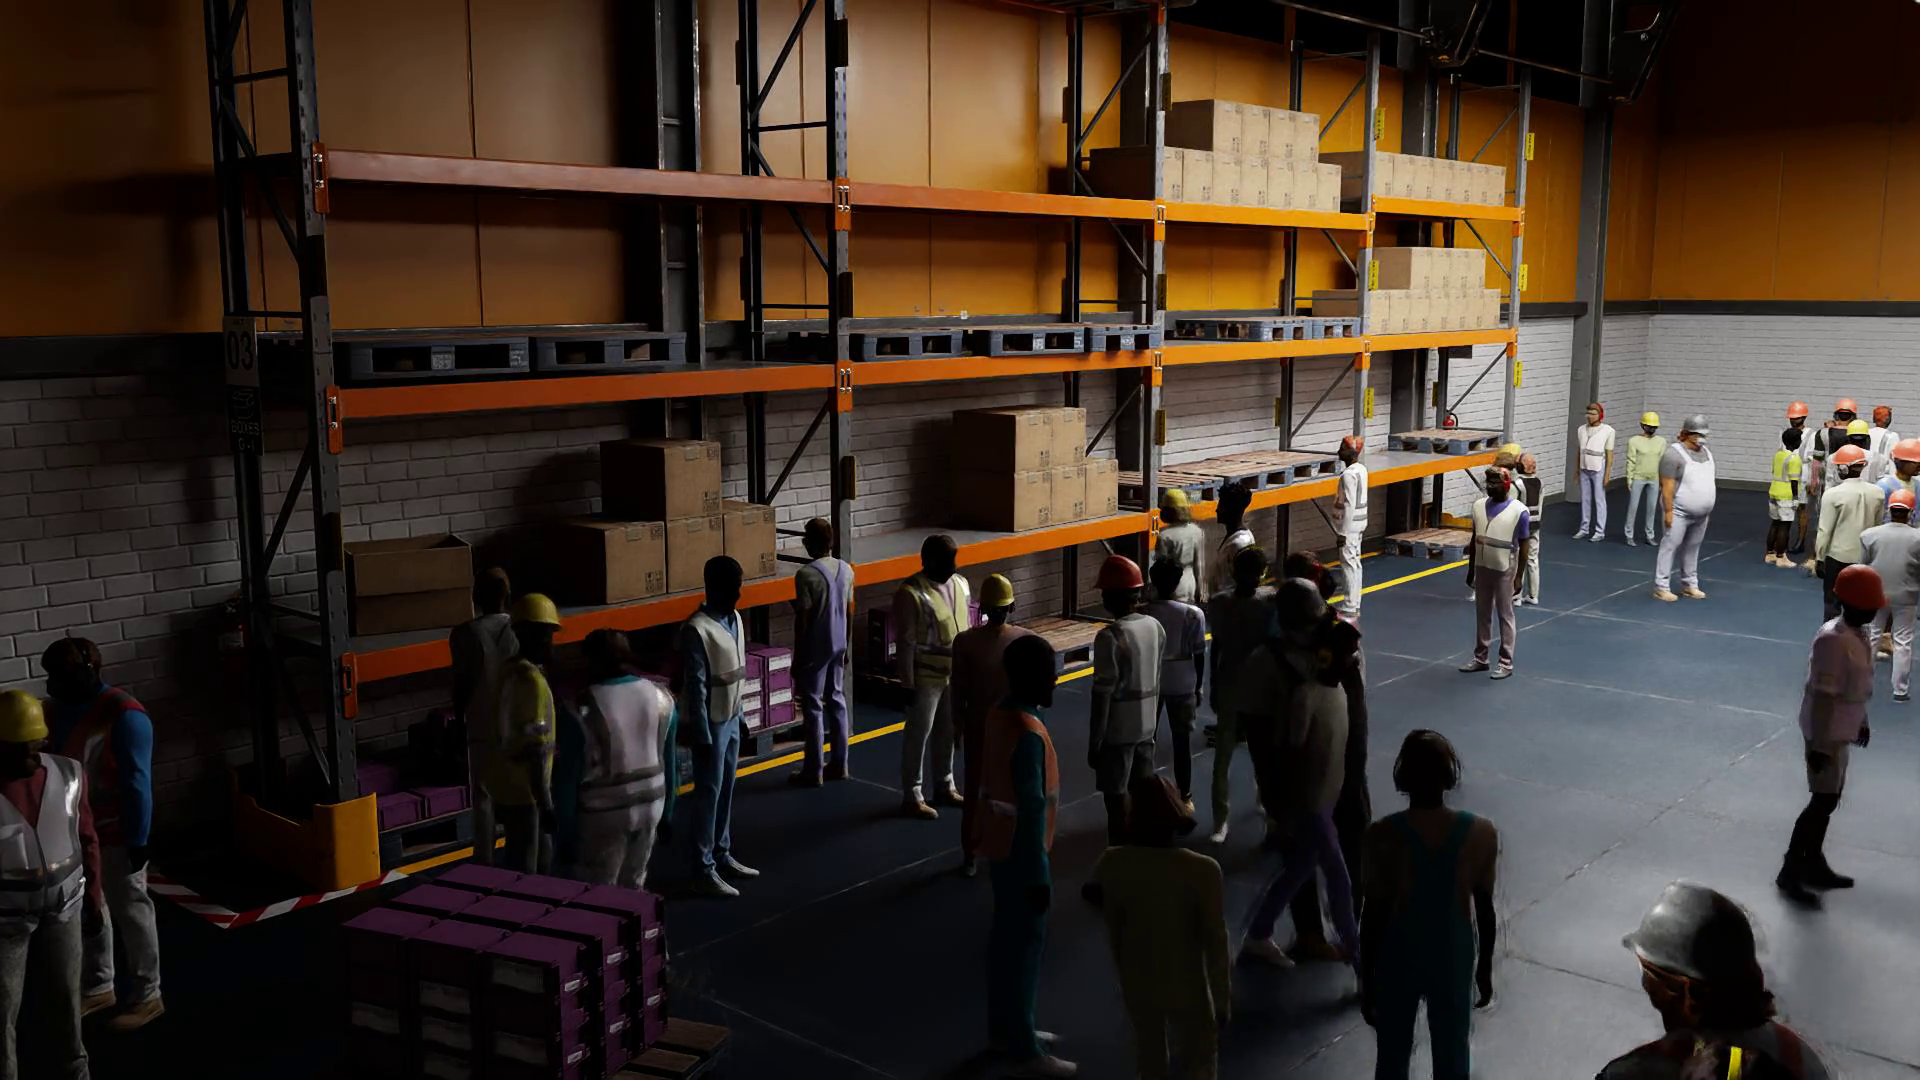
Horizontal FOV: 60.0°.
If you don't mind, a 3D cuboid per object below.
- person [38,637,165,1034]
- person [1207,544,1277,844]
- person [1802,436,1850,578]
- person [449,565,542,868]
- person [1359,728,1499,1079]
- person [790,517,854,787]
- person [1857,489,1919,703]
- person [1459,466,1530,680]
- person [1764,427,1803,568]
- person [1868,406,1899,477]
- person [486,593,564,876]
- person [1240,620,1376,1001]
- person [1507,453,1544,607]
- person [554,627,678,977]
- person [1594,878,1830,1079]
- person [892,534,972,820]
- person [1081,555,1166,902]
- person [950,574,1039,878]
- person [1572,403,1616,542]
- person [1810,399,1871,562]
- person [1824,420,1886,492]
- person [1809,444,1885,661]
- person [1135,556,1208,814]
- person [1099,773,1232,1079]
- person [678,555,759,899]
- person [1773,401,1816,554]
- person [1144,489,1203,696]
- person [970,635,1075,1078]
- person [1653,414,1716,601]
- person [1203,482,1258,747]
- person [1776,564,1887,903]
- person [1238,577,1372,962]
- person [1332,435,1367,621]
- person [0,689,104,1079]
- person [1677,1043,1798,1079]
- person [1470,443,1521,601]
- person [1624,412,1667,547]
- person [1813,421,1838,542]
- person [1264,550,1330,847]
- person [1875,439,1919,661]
[{"bbox_3d":[-3.966,1.340,7.619,0.637,1.837,0.431,4,9,22],"label":"person"},{"bbox_3d":[1.798,0.910,10.373,0.525,1.837,0.784,2,9,14],"label":"person"},{"bbox_3d":[10.158,-0.385,19.302,0.841,1.666,0.532,-2,9,-13],"label":"person"},{"bbox_3d":[-2.606,1.051,9.428,0.513,1.846,0.340,-3,9,-19],"label":"person"},{"bbox_3d":[1.707,1.589,6.065,0.520,1.823,0.850,1,9,5],"label":"person"},{"bbox_3d":[-0.938,0.761,11.345,0.348,1.836,0.517,7,12,40],"label":"person"},{"bbox_3d":[7.644,0.451,13.624,0.567,1.743,0.350,8,12,41],"label":"person"},{"bbox_3d":[4.658,0.275,14.426,0.376,1.844,0.573,-6,11,-33],"label":"person"},{"bbox_3d":[9.931,-0.513,20.016,0.320,1.691,0.536,0,9,2],"label":"person"},{"bbox_3d":[11.546,-0.747,20.946,0.366,1.879,0.583,-3,9,-18],"label":"person"},{"bbox_3d":[-2.121,1.213,8.193,0.413,1.904,0.618,-3,9,-18],"label":"person"},{"bbox_3d":[1.784,1.279,8.094,0.964,1.813,0.540,6,11,35],"label":"person"},{"bbox_3d":[5.957,-0.106,17.592,0.512,1.630,0.317,-5,10,-32],"label":"person"},{"bbox_3d":[-1.565,1.325,7.799,0.645,1.813,0.656,-8,12,-43],"label":"person"},{"bbox_3d":[1.786,1.794,4.004,0.689,2.000,0.920,-4,10,-27],"label":"person"},{"bbox_3d":[-0.149,0.868,10.665,0.431,1.836,0.624,8,12,43],"label":"person"},{"bbox_3d":[0.889,1.043,9.207,0.387,1.930,0.544,8,12,42],"label":"person"},{"bbox_3d":[0.208,1.066,9.590,0.533,1.768,0.310,-2,9,-11],"label":"person"},{"bbox_3d":[8.402,-0.896,22.015,0.391,1.837,0.561,-5,10,-28],"label":"person"},{"bbox_3d":[10.594,-0.687,20.052,0.613,2.033,0.411,5,10,29],"label":"person"},{"bbox_3d":[9.820,-0.360,18.298,0.586,1.918,0.396,5,10,28],"label":"person"},{"bbox_3d":[7.917,0.140,14.862,0.618,1.987,0.406,-1,9,-8],"label":"person"},{"bbox_3d":[1.304,0.942,10.606,0.538,1.696,0.317,1,9,7],"label":"person"},{"bbox_3d":[0.778,1.663,6.233,0.535,1.613,0.406,4,10,22],"label":"person"},{"bbox_3d":[-1.371,1.029,9.354,0.392,1.914,0.587,2,9,14],"label":"person"},{"bbox_3d":[10.551,-0.790,21.045,0.386,1.929,0.543,-4,10,-25],"label":"person"},{"bbox_3d":[1.761,0.422,13.941,0.498,1.696,0.809,-7,11,-40],"label":"person"},{"bbox_3d":[0.256,1.357,7.219,0.390,1.918,0.593,-2,9,-13],"label":"person"},{"bbox_3d":[7.843,-0.356,17.874,0.692,2.000,0.537,-3,9,-21],"label":"person"},{"bbox_3d":[2.010,0.546,12.296,0.362,1.966,0.611,1,9,6],"label":"person"},{"bbox_3d":[4.876,1.053,9.225,0.433,1.916,0.726,8,12,40],"label":"person"},{"bbox_3d":[1.763,1.128,8.300,0.723,2.000,0.546,-3,9,-18],"label":"person"},{"bbox_3d":[3.941,-0.121,16.859,0.344,1.882,0.584,4,10,25],"label":"person"},{"bbox_3d":[-3.747,1.488,6.684,0.403,1.824,0.594,7,11,37],"label":"person"},{"bbox_3d":[1.558,1.960,3.706,1.003,1.815,0.514,5,10,29],"label":"person"},{"bbox_3d":[5.756,-0.181,17.844,0.662,1.706,0.307,-7,11,-39],"label":"person"},{"bbox_3d":[8.887,-0.783,21.539,0.528,1.760,0.339,-1,9,-3],"label":"person"},{"bbox_3d":[11.371,-0.744,21.701,0.315,1.629,0.509,1,9,6],"label":"person"},{"bbox_3d":[2.116,0.968,10.125,0.663,1.791,0.661,-4,10,-22],"label":"person"},{"bbox_3d":[8.478,0.092,15.041,0.609,2.030,0.443,-4,10,-24],"label":"person"}]
